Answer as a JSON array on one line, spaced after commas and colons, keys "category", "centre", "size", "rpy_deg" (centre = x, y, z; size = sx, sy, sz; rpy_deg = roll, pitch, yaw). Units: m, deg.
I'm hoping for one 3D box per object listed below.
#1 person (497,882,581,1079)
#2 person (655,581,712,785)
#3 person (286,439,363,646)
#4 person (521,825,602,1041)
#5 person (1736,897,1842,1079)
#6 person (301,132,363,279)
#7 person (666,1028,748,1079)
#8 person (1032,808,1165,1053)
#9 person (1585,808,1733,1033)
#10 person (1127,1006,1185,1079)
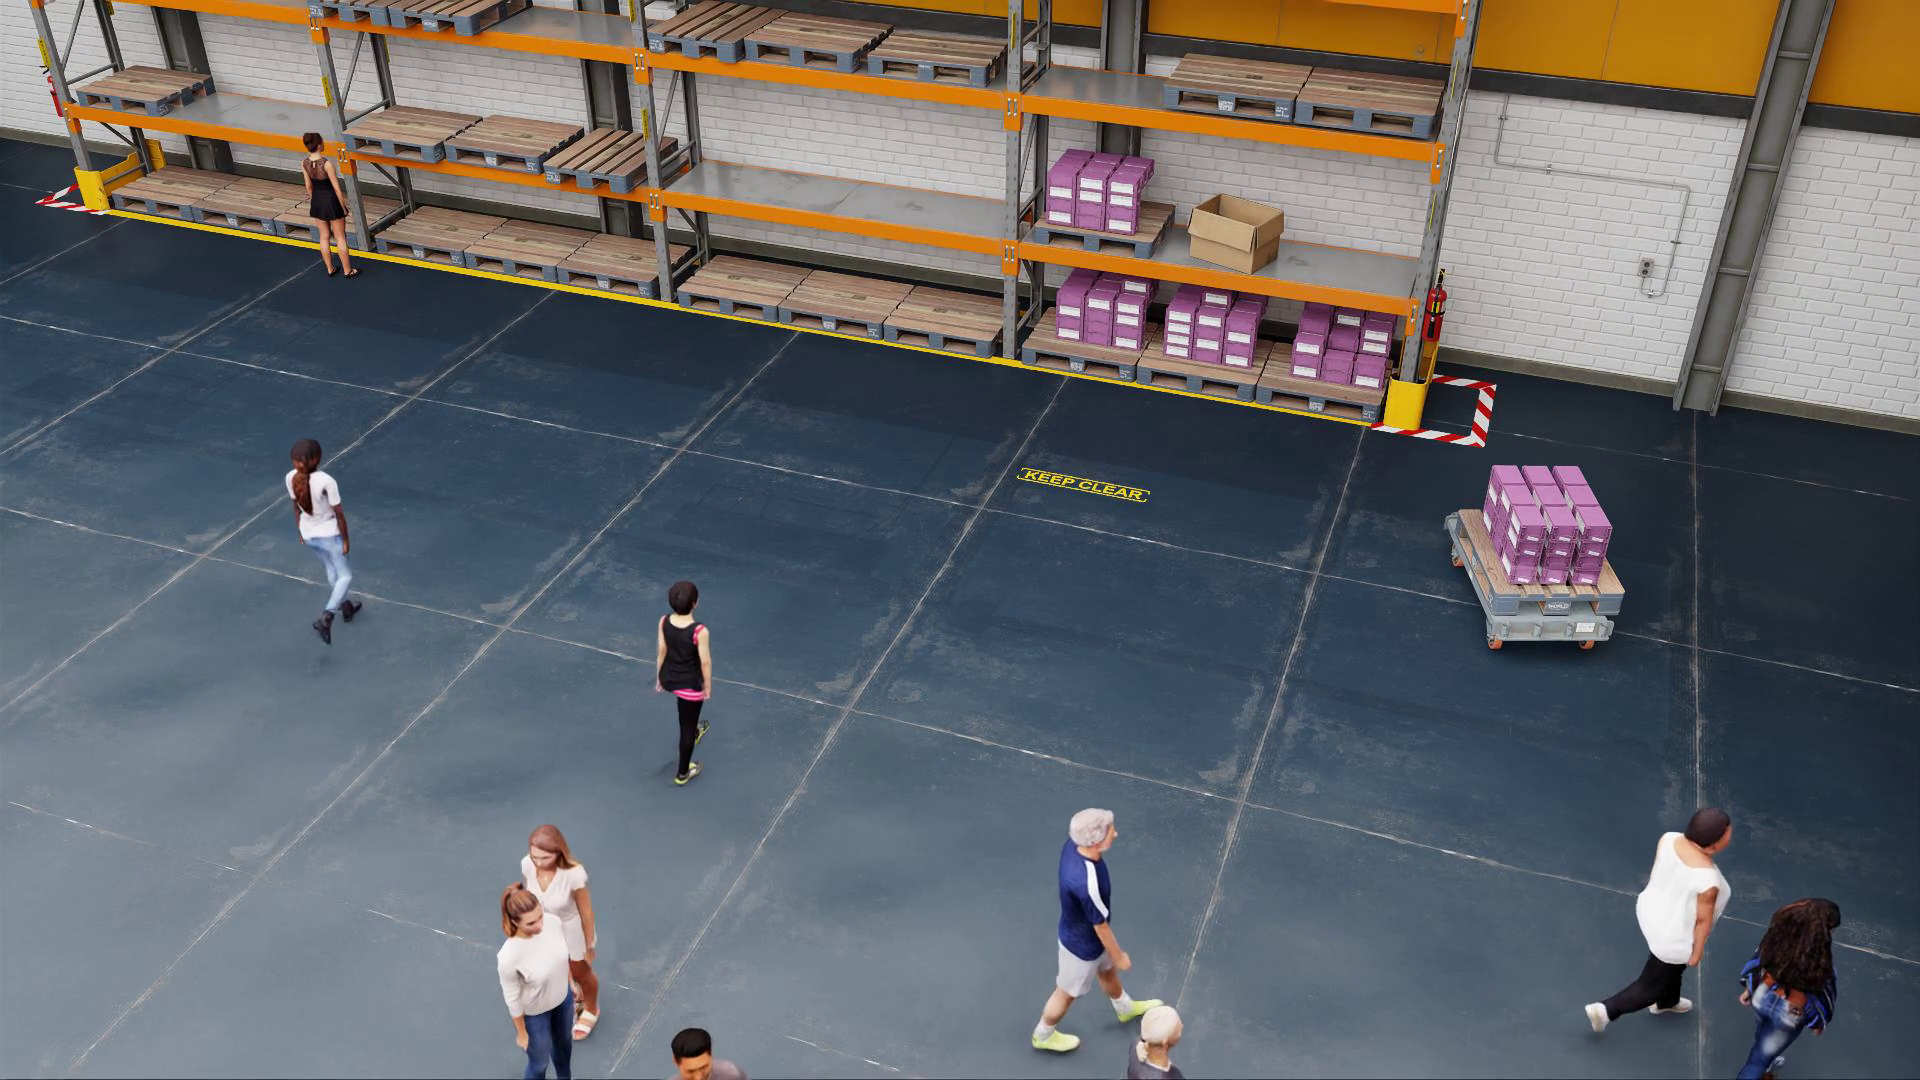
[{"category": "person", "centre": [-2.276, 2.536, 9.069], "size": [0.577, 1.719, 0.651], "rpy_deg": [18, 38, 25]}, {"category": "person", "centre": [-1.956, 1.002, 11.556], "size": [0.790, 1.521, 0.658], "rpy_deg": [15, 36, 21]}, {"category": "person", "centre": [-4.951, 0.025, 12.862], "size": [0.914, 1.703, 0.718], "rpy_deg": [7, 34, 10]}, {"category": "person", "centre": [-2.253, 2.197, 9.610], "size": [0.526, 1.686, 0.677], "rpy_deg": [8, 35, 12]}, {"category": "person", "centre": [4.430, 2.601, 9.089], "size": [1.029, 1.589, 1.003], "rpy_deg": [-20, 38, -27]}, {"category": "person", "centre": [-7.066, -3.740, 18.552], "size": [0.511, 1.674, 0.646], "rpy_deg": [9, 35, 13]}, {"category": "person", "centre": [-1.235, 3.042, 8.267], "size": [0.752, 1.765, 0.809], "rpy_deg": [-25, 41, -32]}, {"category": "person", "centre": [0.633, 2.255, 9.417], "size": [1.129, 1.802, 0.895], "rpy_deg": [-2, 34, -3]}, {"category": "person", "centre": [4.057, 2.225, 9.590], "size": [1.134, 1.660, 0.948], "rpy_deg": [-4, 34, -6]}, {"category": "person", "centre": [0.912, 3.005, 8.371], "size": [1.015, 1.710, 0.890], "rpy_deg": [-8, 34, -11]}]
